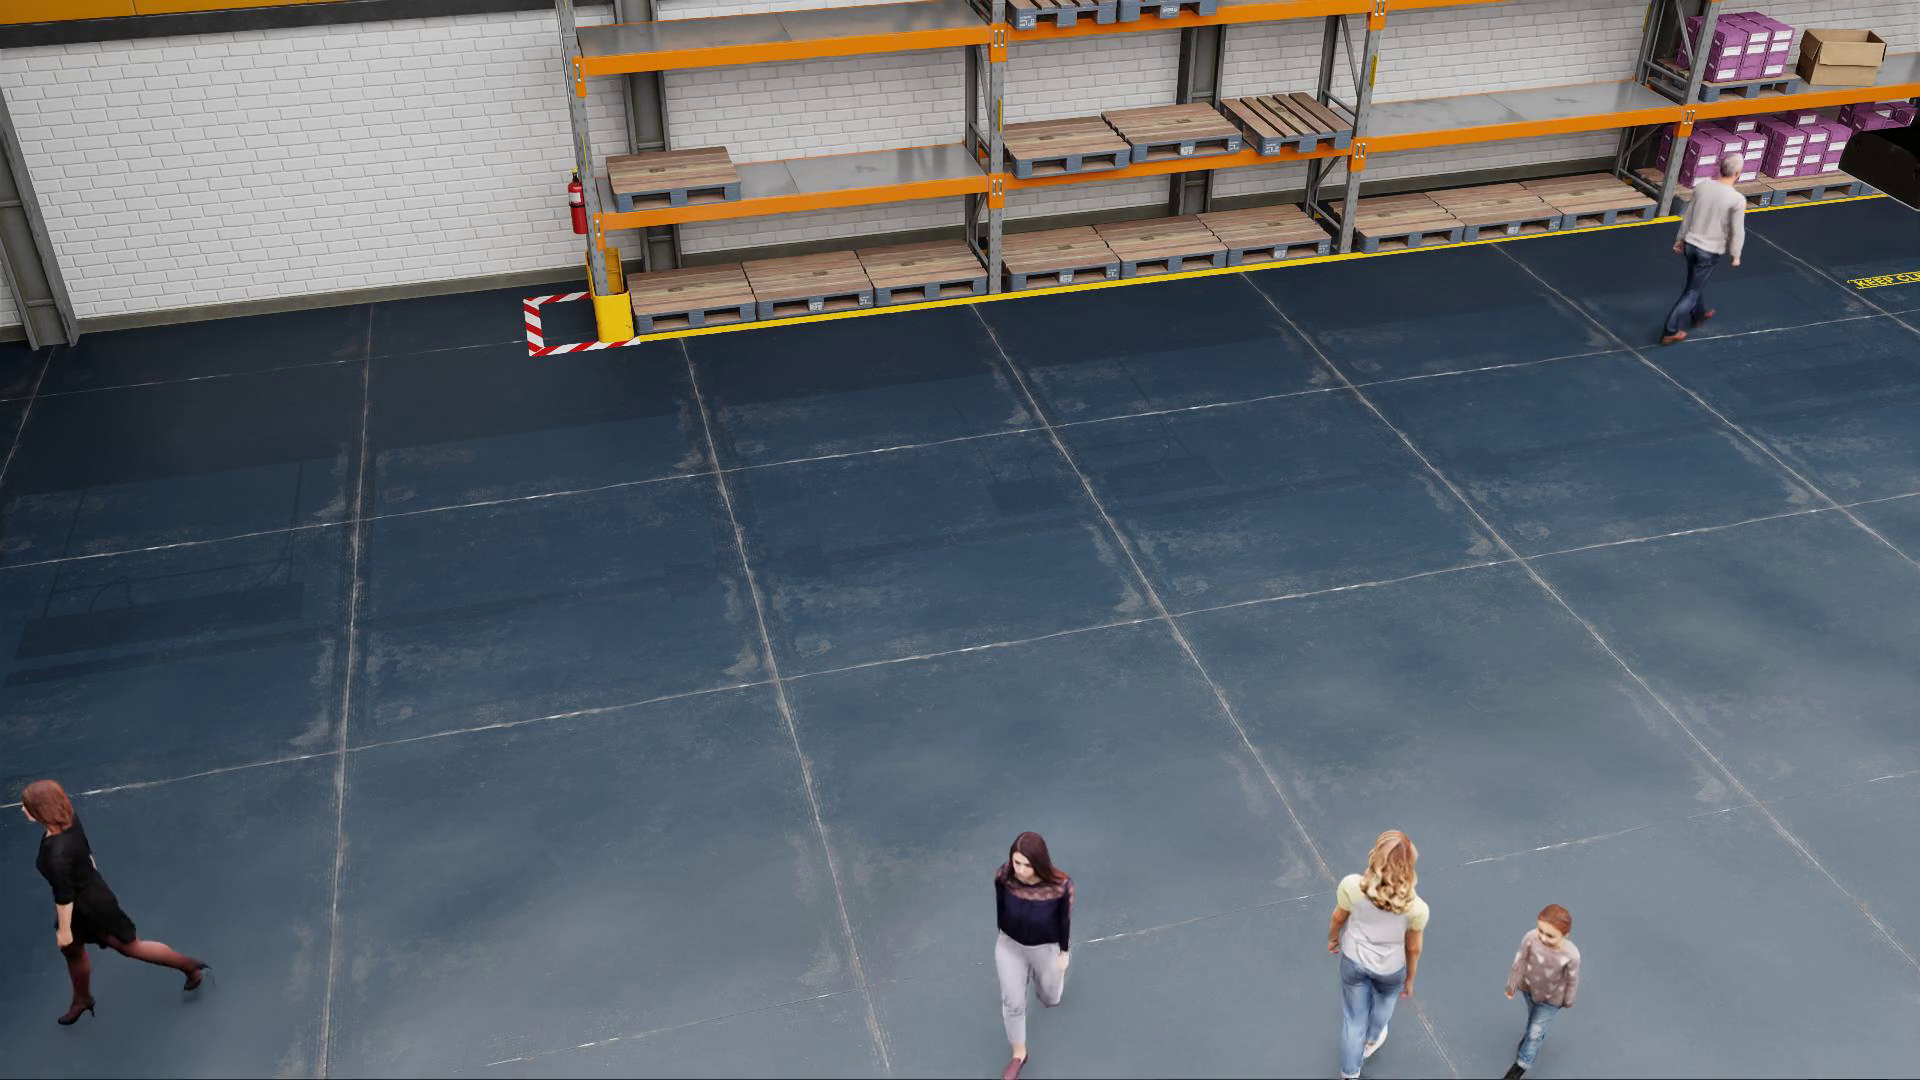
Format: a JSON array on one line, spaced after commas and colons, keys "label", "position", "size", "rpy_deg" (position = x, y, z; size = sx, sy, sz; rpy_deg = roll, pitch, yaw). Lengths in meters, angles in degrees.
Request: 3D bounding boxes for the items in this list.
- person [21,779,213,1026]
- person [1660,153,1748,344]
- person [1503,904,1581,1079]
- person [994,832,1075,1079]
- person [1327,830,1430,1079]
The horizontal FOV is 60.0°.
[{"label": "person", "position": [-4.632, 1.979, 9.041], "size": [1.095, 1.668, 0.724], "rpy_deg": [-14, 36, -20]}, {"label": "person", "position": [7.091, -2.758, 15.981], "size": [1.133, 1.874, 0.898], "rpy_deg": [-16, 37, -22]}, {"label": "person", "position": [3.138, 2.371, 8.910], "size": [0.724, 1.161, 0.875], "rpy_deg": [28, 42, 35]}, {"label": "person", "position": [0.405, 2.147, 8.860], "size": [0.960, 1.589, 0.943], "rpy_deg": [11, 35, 15]}, {"label": "person", "position": [2.113, 2.253, 8.595], "size": [0.857, 1.706, 0.905], "rpy_deg": [12, 36, 18]}]
